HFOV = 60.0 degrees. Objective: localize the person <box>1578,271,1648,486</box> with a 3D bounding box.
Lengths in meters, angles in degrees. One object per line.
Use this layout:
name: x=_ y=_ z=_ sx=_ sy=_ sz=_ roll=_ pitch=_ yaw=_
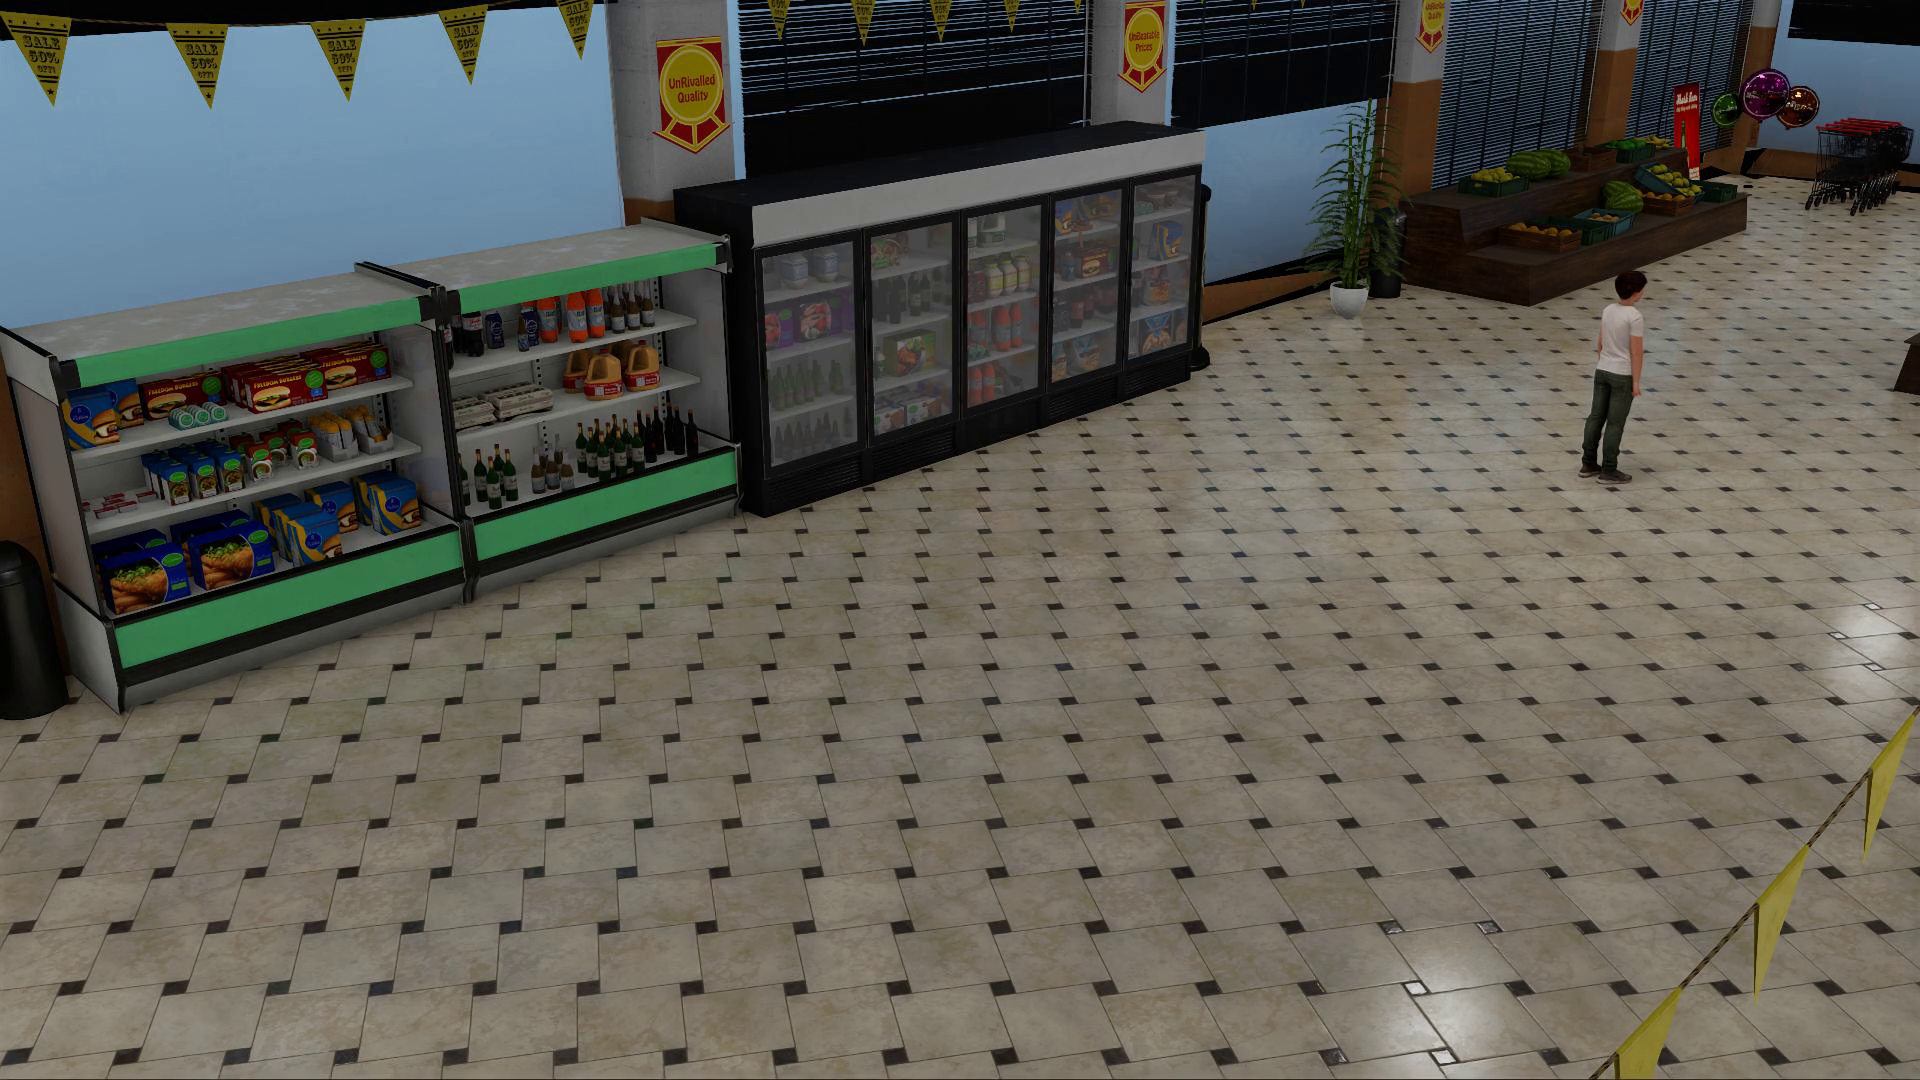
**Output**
person: x=5.037 y=-1.257 z=12.782 sx=0.642 sy=1.654 sz=0.649 roll=-9 pitch=24 yaw=-22
